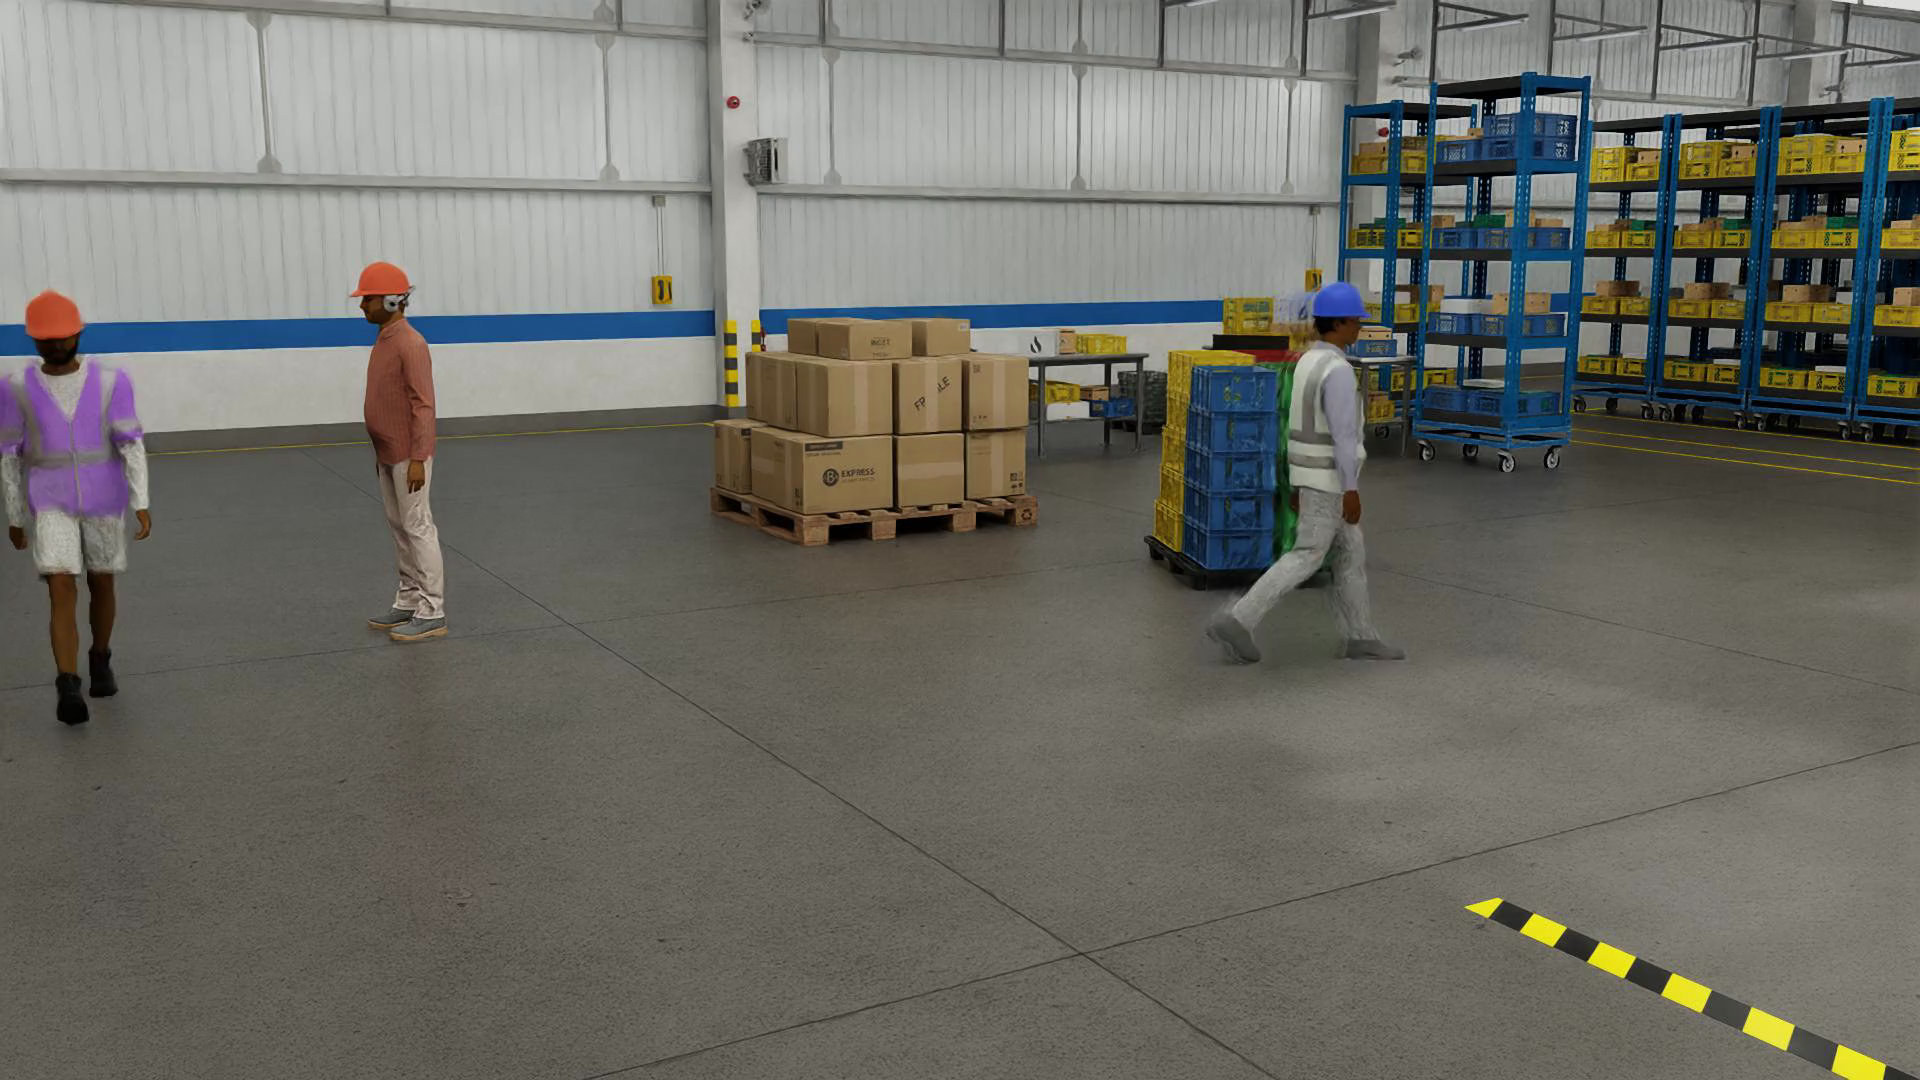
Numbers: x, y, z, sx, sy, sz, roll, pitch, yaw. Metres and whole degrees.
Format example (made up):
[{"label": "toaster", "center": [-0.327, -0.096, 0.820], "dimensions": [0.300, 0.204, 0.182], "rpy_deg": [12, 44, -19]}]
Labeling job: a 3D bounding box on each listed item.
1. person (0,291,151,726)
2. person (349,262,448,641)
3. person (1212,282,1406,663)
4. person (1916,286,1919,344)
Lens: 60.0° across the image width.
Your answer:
[{"label": "person", "center": [-3.898, -0.149, 7.352], "dimensions": [0.560, 1.869, 1.037], "rpy_deg": [-6, 12, -31]}, {"label": "person", "center": [-2.981, -0.466, 8.822], "dimensions": [0.396, 1.992, 0.622], "rpy_deg": [-7, 12, -36]}, {"label": "person", "center": [1.742, -0.313, 8.212], "dimensions": [0.948, 1.919, 0.612], "rpy_deg": [0, 10, 2]}, {"label": "person", "center": [16.316, -3.735, 27.915], "dimensions": [0.582, 1.804, 0.669], "rpy_deg": [9, 13, 41]}]
